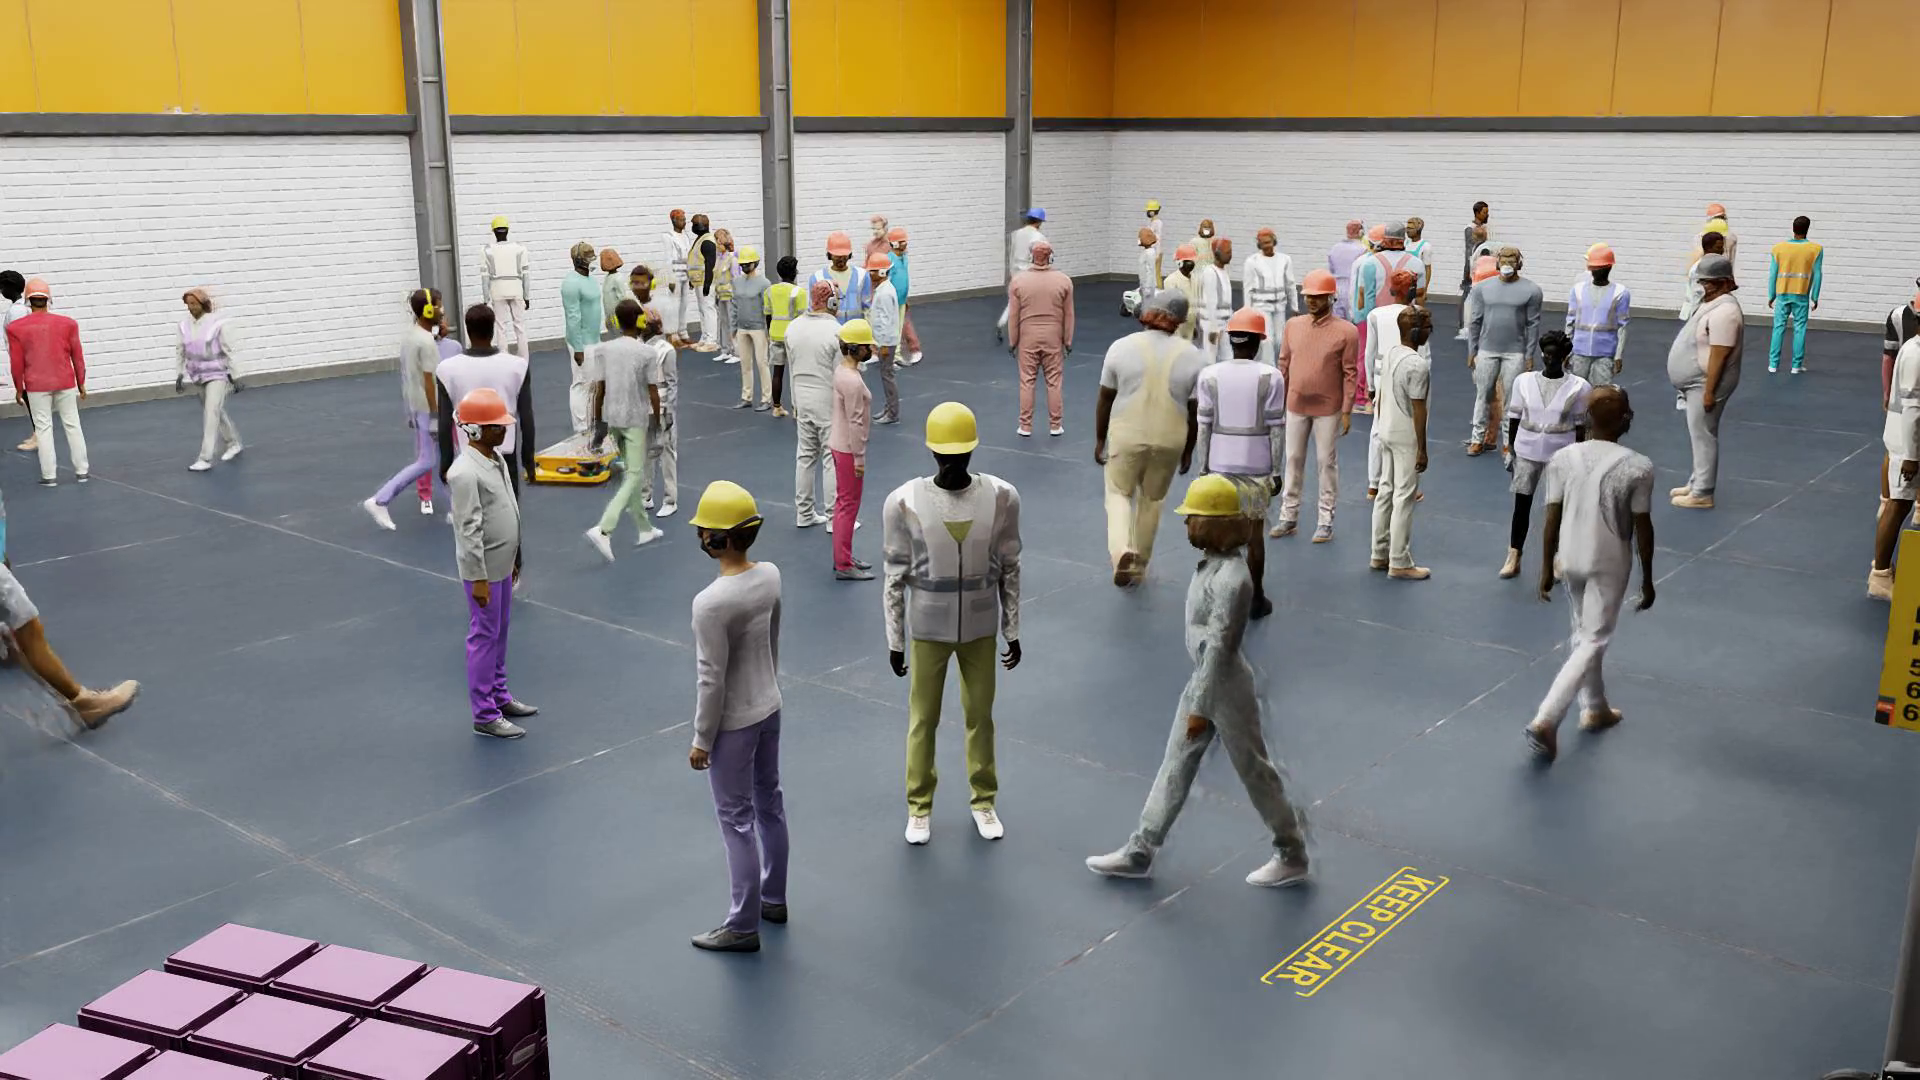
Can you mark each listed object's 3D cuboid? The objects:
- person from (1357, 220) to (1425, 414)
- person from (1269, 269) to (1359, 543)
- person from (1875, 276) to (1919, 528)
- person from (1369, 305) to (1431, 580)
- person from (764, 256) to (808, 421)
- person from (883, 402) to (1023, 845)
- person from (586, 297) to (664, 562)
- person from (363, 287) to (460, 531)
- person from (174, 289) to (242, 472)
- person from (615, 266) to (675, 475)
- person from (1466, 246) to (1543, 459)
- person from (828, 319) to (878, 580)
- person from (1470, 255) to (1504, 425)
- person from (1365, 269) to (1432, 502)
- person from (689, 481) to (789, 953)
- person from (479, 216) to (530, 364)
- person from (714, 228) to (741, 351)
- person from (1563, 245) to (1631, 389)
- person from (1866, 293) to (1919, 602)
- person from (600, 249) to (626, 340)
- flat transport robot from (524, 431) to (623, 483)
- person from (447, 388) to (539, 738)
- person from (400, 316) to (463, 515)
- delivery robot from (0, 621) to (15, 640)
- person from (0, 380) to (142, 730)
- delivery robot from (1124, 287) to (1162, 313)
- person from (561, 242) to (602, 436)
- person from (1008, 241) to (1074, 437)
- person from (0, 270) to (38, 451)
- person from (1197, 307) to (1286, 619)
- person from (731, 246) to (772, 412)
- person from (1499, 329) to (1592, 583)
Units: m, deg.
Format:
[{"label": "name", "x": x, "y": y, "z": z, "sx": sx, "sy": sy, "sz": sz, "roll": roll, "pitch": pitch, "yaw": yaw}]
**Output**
[{"label": "person", "x": 4.522, "y": -2.345, "z": 17.544, "sx": 0.688, "sy": 2.000, "sz": 0.536, "roll": 2, "pitch": 14, "yaw": 9}, {"label": "person", "x": 2.585, "y": -0.978, "z": 12.174, "sx": 0.608, "sy": 1.996, "sz": 0.380, "roll": 9, "pitch": 17, "yaw": 32}, {"label": "person", "x": 7.309, "y": -1.116, "z": 12.628, "sx": 0.370, "sy": 2.044, "sz": 0.608, "roll": -10, "pitch": 17, "yaw": -35}, {"label": "person", "x": 2.990, "y": -0.654, "z": 11.184, "sx": 0.332, "sy": 1.843, "sz": 0.518, "roll": -4, "pitch": 15, "yaw": -14}, {"label": "person", "x": -1.773, "y": -2.080, "z": 17.184, "sx": 0.540, "sy": 1.695, "sz": 0.317, "roll": 8, "pitch": 16, "yaw": 30}, {"label": "person", "x": -0.023, "y": 0.363, "z": 6.983, "sx": 0.589, "sy": 1.920, "sz": 0.414, "roll": -3, "pitch": 14, "yaw": -11}, {"label": "person", "x": -2.386, "y": -0.794, "z": 11.801, "sx": 0.552, "sy": 1.828, "sz": 0.910, "roll": 6, "pitch": 15, "yaw": 24}, {"label": "person", "x": -4.047, "y": -0.971, "z": 12.498, "sx": 0.873, "sy": 1.833, "sz": 0.530, "roll": -6, "pitch": 15, "yaw": -23}, {"label": "person", "x": -6.723, "y": -1.446, "z": 14.862, "sx": 0.537, "sy": 1.592, "sz": 0.876, "roll": 3, "pitch": 14, "yaw": 13}, {"label": "person", "x": -2.741, "y": -1.481, "z": 14.548, "sx": 0.548, "sy": 1.813, "sz": 0.990, "roll": 3, "pitch": 14, "yaw": 11}, {"label": "person", "x": 4.966, "y": -1.716, "z": 15.238, "sx": 0.632, "sy": 1.940, "sz": 0.372, "roll": 6, "pitch": 15, "yaw": 22}, {"label": "person", "x": -0.708, "y": -0.606, "z": 11.173, "sx": 0.337, "sy": 1.757, "sz": 0.518, "roll": -3, "pitch": 14, "yaw": -13}, {"label": "person", "x": 5.400, "y": -2.029, "z": 16.949, "sx": 0.503, "sy": 1.705, "sz": 0.592, "roll": 5, "pitch": 15, "yaw": 20}, {"label": "person", "x": 3.535, "y": -1.234, "z": 13.429, "sx": 0.356, "sy": 1.883, "sz": 0.574, "roll": -13, "pitch": 19, "yaw": -42}, {"label": "person", "x": -0.827, "y": 0.651, "z": 6.131, "sx": 0.309, "sy": 1.769, "sz": 0.523, "roll": 6, "pitch": 15, "yaw": 21}, {"label": "person", "x": -5.578, "y": -3.006, "z": 20.430, "sx": 0.587, "sy": 1.922, "sz": 0.390, "roll": -6, "pitch": 15, "yaw": -24}, {"label": "person", "x": -3.197, "y": -3.382, "z": 22.499, "sx": 0.512, "sy": 1.642, "sz": 0.312, "roll": 3, "pitch": 14, "yaw": 12}, {"label": "person", "x": 5.856, "y": -1.748, "z": 15.366, "sx": 0.546, "sy": 1.939, "sz": 0.375, "roll": 9, "pitch": 17, "yaw": 31}, {"label": "person", "x": 6.112, "y": -0.614, "z": 10.622, "sx": 0.382, "sy": 2.041, "sz": 0.616, "roll": 8, "pitch": 16, "yaw": 30}, {"label": "person", "x": -3.949, "y": -2.504, "z": 19.007, "sx": 0.281, "sy": 1.631, "sz": 0.504, "roll": -8, "pitch": 16, "yaw": -29}, {"label": "flat transport robot", "x": -3.270, "y": -0.745, "z": 14.739, "sx": 0.652, "sy": 0.197, "sz": 1.431, "roll": 2, "pitch": 14, "yaw": 9}, {"label": "person", "x": -2.338, "y": 0.107, "z": 8.328, "sx": 0.330, "sy": 1.751, "sz": 0.563, "roll": 0, "pitch": 14, "yaw": -1}, {"label": "person", "x": -4.124, "y": -1.026, "z": 13.100, "sx": 0.507, "sy": 1.633, "sz": 0.276, "roll": -10, "pitch": 17, "yaw": -36}, {"label": "delivery robot", "x": -5.696, "y": 0.411, "z": 9.353, "sx": 0.707, "sy": 0.478, "sz": 0.477, "roll": -5, "pitch": 15, "yaw": -20}, {"label": "person", "x": -4.661, "y": 0.058, "z": 8.033, "sx": 1.066, "sy": 1.982, "sz": 0.623, "roll": -13, "pitch": 19, "yaw": -42}, {"label": "delivery robot", "x": 2.946, "y": -3.840, "z": 26.342, "sx": 0.707, "sy": 0.478, "sz": 0.477, "roll": -8, "pitch": 16, "yaw": -30}, {"label": "person", "x": -3.539, "y": -1.848, "z": 15.765, "sx": 0.372, "sy": 1.940, "sz": 0.630, "roll": 2, "pitch": 14, "yaw": 6}, {"label": "person", "x": 0.788, "y": -1.958, "z": 16.269, "sx": 0.651, "sy": 1.906, "sz": 0.409, "roll": 0, "pitch": 14, "yaw": -1}, {"label": "person", "x": -8.792, "y": -1.692, "z": 15.657, "sx": 0.319, "sy": 1.686, "sz": 0.539, "roll": -5, "pitch": 15, "yaw": -20}, {"label": "person", "x": 1.734, "y": -0.469, "z": 10.280, "sx": 0.543, "sy": 1.927, "sz": 0.375, "roll": 5, "pitch": 15, "yaw": 21}, {"label": "person", "x": -2.227, "y": -2.248, "z": 17.741, "sx": 0.527, "sy": 1.760, "sz": 0.337, "roll": 9, "pitch": 17, "yaw": 31}, {"label": "person", "x": 3.902, "y": -0.559, "z": 11.104, "sx": 0.533, "sy": 1.698, "sz": 0.318, "roll": 8, "pitch": 16, "yaw": 28}]
